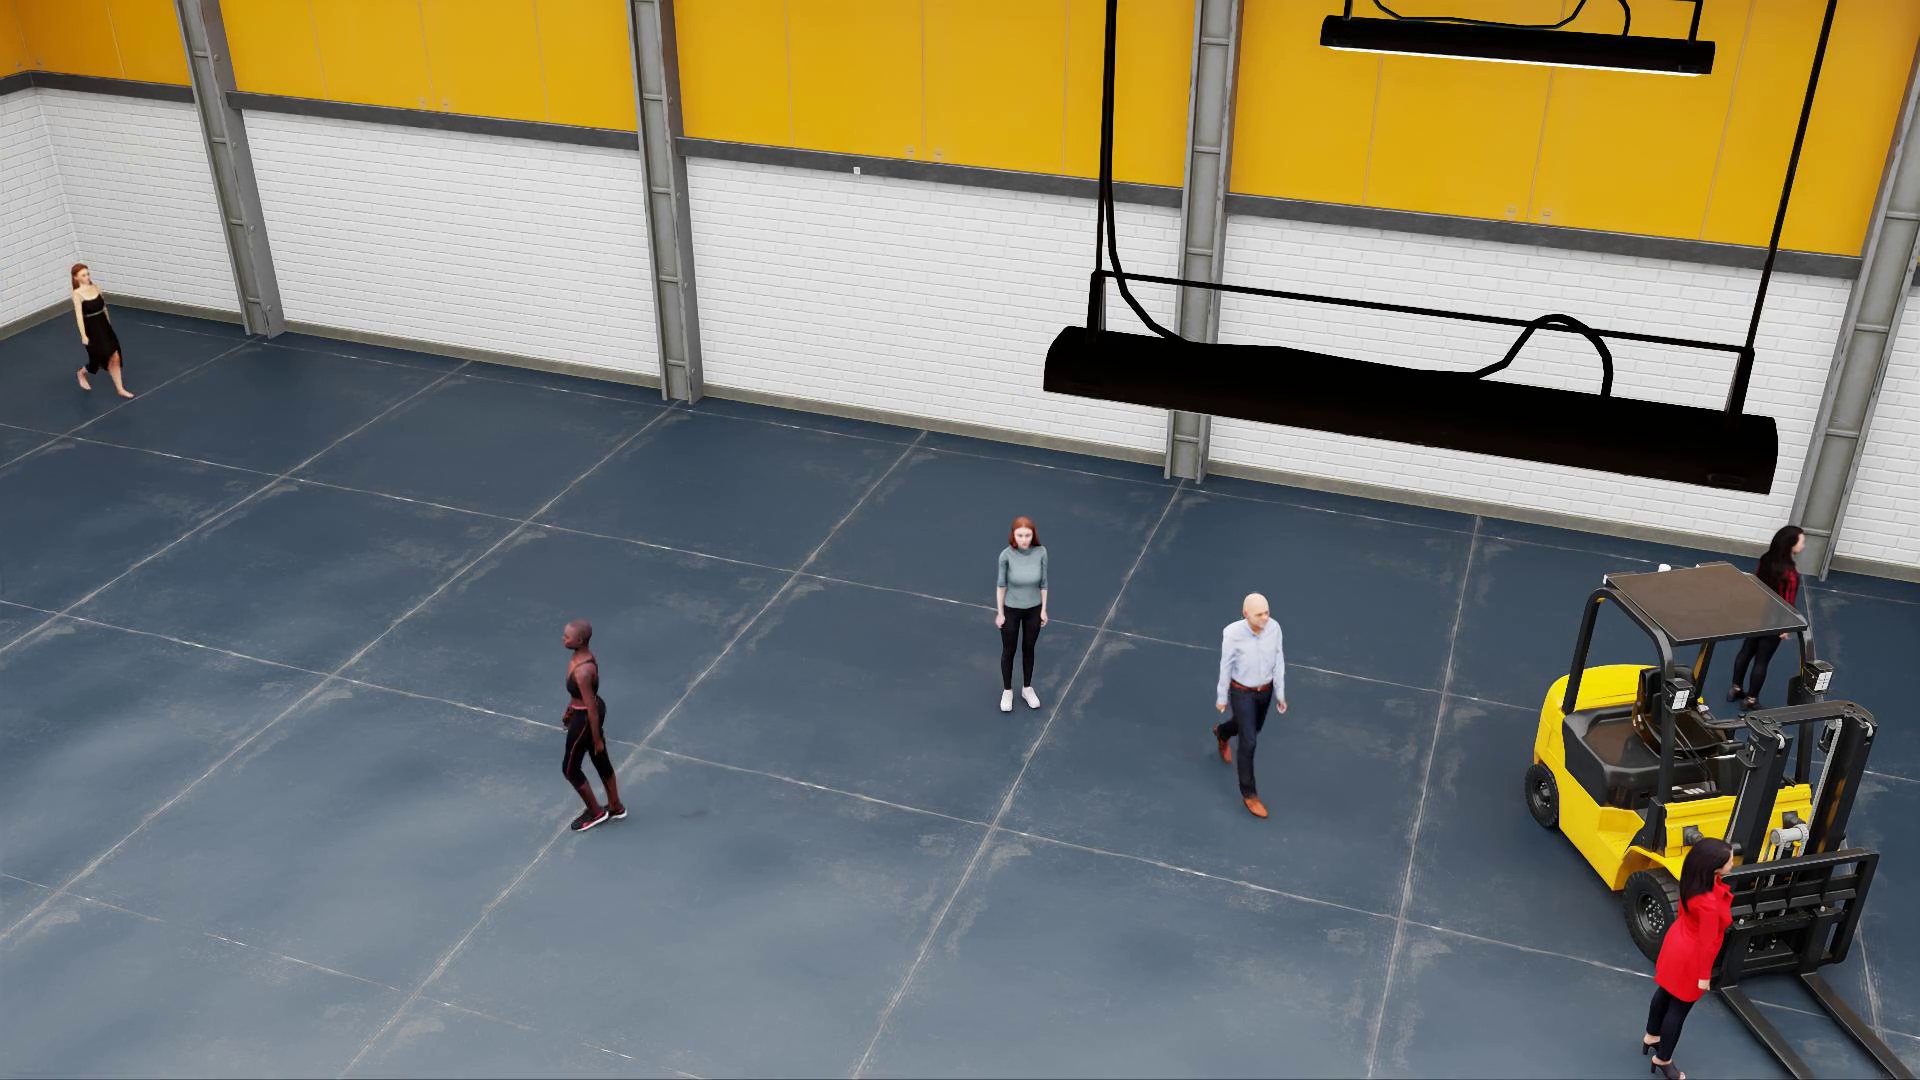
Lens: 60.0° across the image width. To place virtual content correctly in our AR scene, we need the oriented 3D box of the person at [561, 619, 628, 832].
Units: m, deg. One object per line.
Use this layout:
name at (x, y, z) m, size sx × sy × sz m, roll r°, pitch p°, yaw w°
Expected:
person at (-2.616, 1.330, 12.147) m, size 0.778 × 1.744 × 0.727 m, roll -4°, pitch 29°, yaw -8°

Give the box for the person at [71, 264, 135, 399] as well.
person at (-9.986, -2.403, 19.131) m, size 0.907 × 1.609 × 0.584 m, roll 11°, pitch 30°, yaw 19°

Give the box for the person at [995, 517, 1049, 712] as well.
person at (0.501, 0.589, 13.507) m, size 0.634 × 1.743 × 0.736 m, roll -5°, pitch 29°, yaw -9°

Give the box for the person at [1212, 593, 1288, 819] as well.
person at (2.142, 1.129, 12.494) m, size 1.178 × 1.765 × 1.200 m, roll -11°, pitch 30°, yaw -19°

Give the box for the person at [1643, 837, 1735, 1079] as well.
person at (4.380, 2.500, 9.997) m, size 0.683 × 1.748 × 0.674 m, roll 3°, pitch 29°, yaw 5°

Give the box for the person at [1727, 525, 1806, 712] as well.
person at (6.542, 0.638, 13.509) m, size 0.682 × 1.654 × 0.662 m, roll -7°, pitch 29°, yaw -12°
